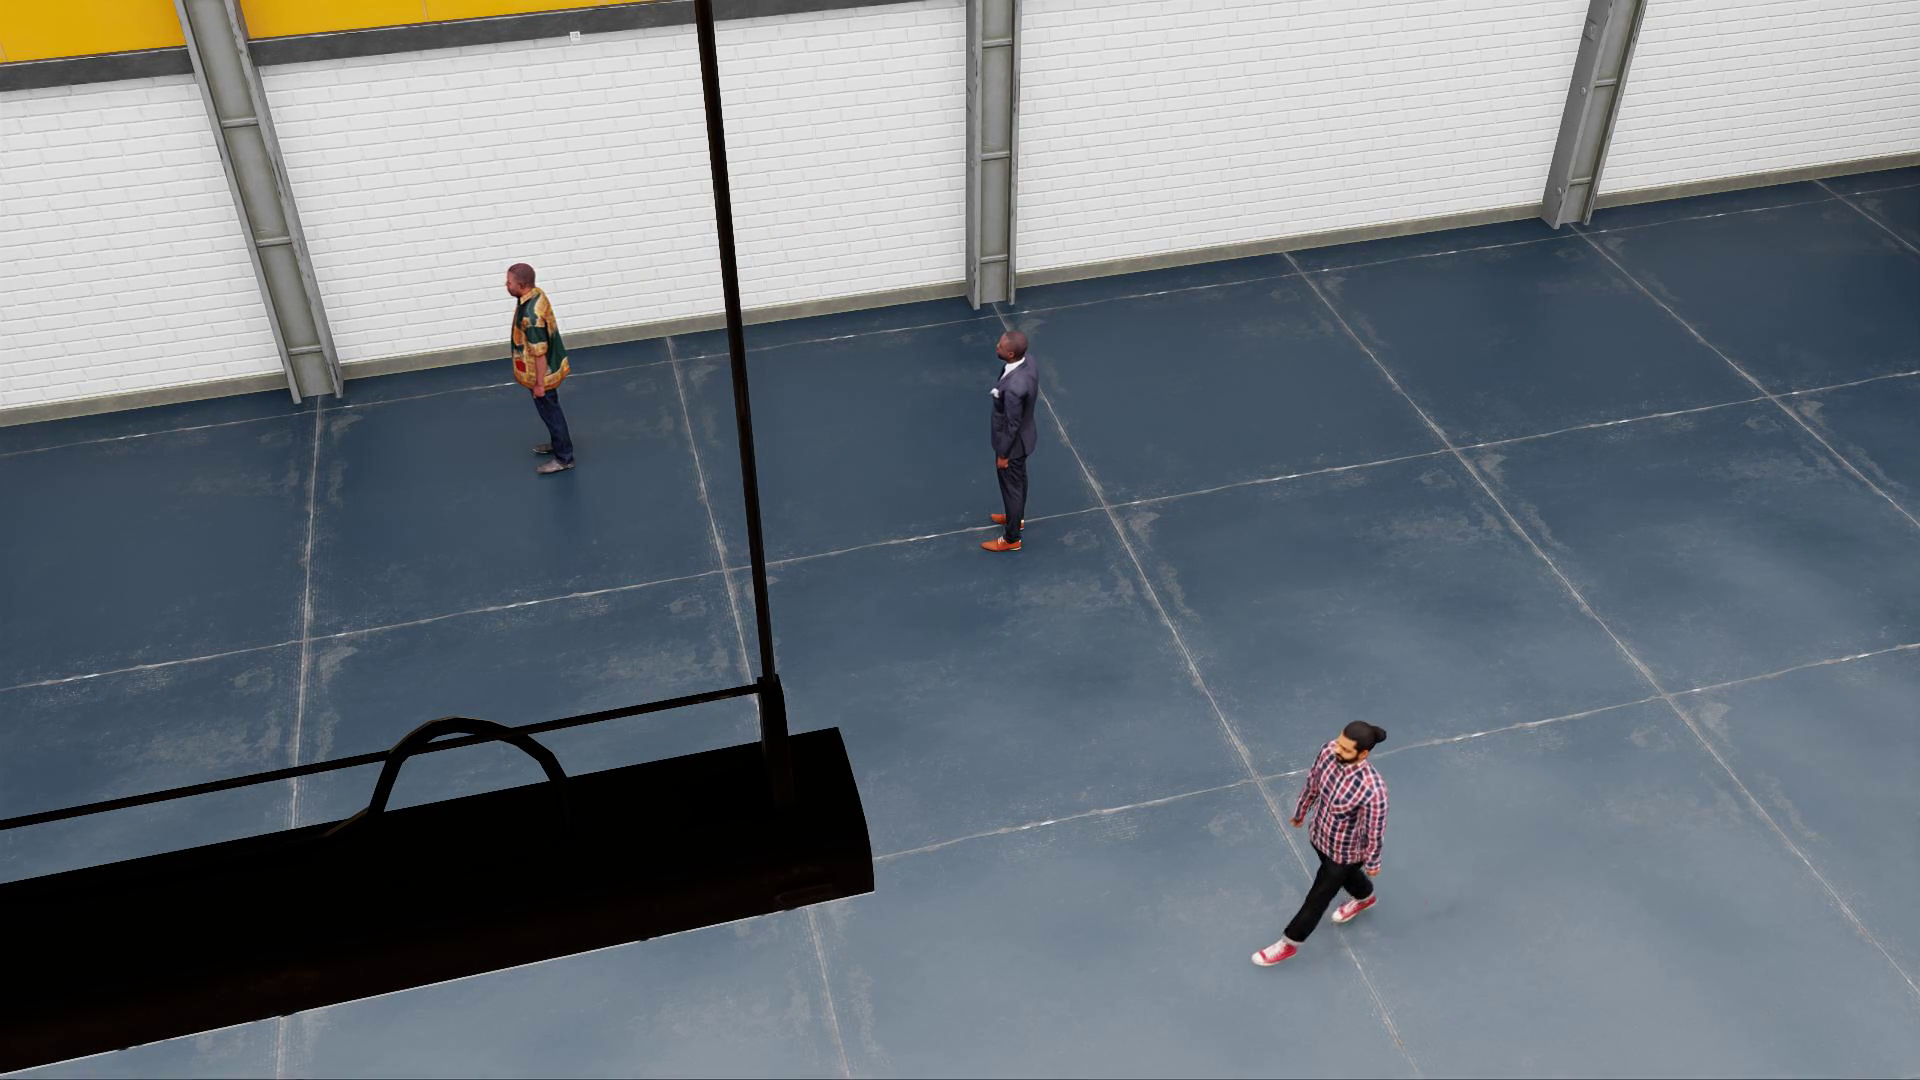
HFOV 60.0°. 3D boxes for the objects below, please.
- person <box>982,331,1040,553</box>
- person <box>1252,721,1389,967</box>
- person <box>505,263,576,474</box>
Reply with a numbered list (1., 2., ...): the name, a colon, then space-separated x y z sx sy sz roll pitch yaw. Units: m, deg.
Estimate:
1. person: 0.390 -0.737 12.150 0.779 1.824 0.787 8 39 10
2. person: 2.176 1.633 9.256 1.170 1.732 0.802 -14 41 -17
3. person: -3.259 -1.345 12.925 0.628 1.806 0.679 -9 40 -12
